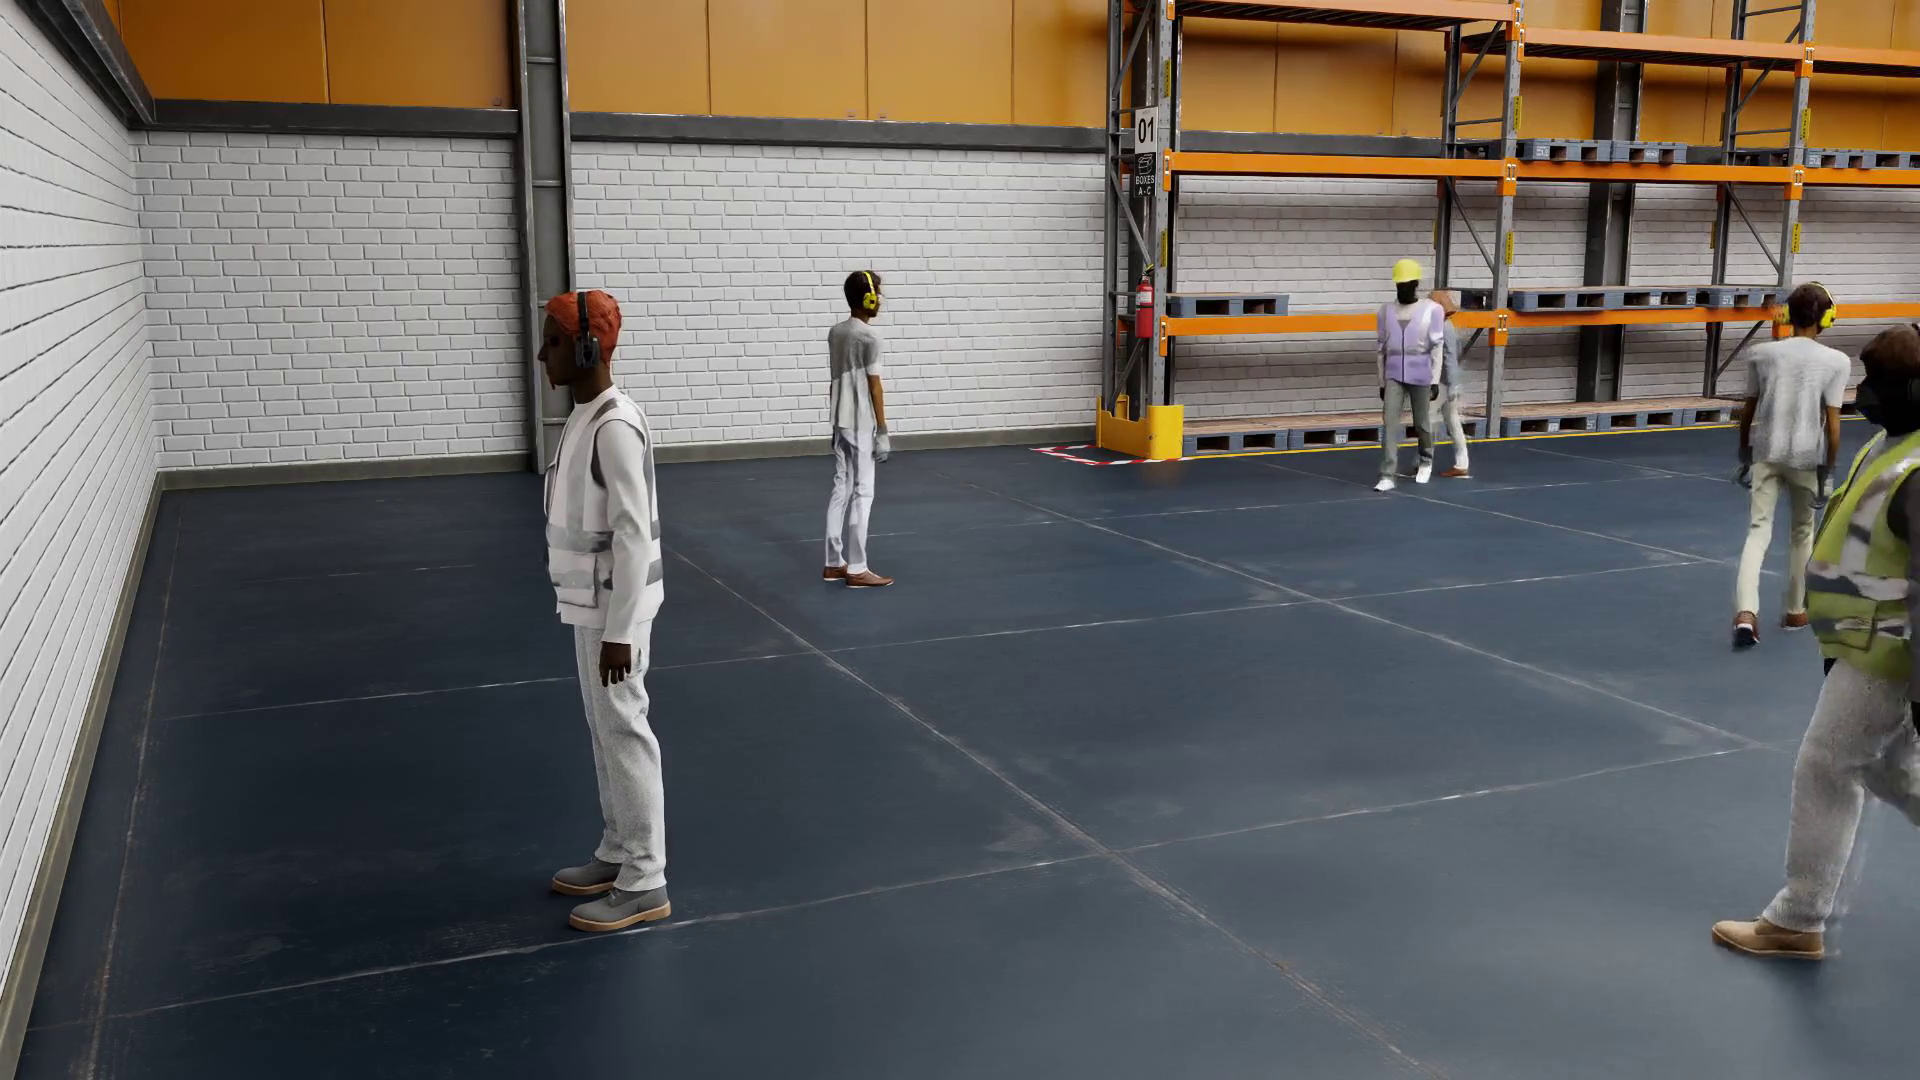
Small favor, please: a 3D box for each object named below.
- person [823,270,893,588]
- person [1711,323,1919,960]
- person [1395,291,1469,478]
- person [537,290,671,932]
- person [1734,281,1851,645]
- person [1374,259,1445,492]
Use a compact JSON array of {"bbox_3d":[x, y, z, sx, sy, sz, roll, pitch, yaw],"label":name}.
[{"bbox_3d":[-0.605,-0.651,9.820,0.354,1.858,0.509,-7,12,-34],"label":"person"},{"bbox_3d":[2.634,0.308,4.590,0.834,1.813,0.625,4,11,23],"label":"person"},{"bbox_3d":[4.046,-1.317,14.218,0.735,1.597,0.516,3,10,14],"label":"person"},{"bbox_3d":[-1.054,0.209,4.931,0.337,1.882,0.585,-4,11,-21],"label":"person"},{"bbox_3d":[4.178,-0.390,8.438,0.523,1.828,0.938,7,13,36],"label":"person"},{"bbox_3d":[3.710,-1.367,13.700,0.596,1.893,0.934,6,12,32],"label":"person"}]
